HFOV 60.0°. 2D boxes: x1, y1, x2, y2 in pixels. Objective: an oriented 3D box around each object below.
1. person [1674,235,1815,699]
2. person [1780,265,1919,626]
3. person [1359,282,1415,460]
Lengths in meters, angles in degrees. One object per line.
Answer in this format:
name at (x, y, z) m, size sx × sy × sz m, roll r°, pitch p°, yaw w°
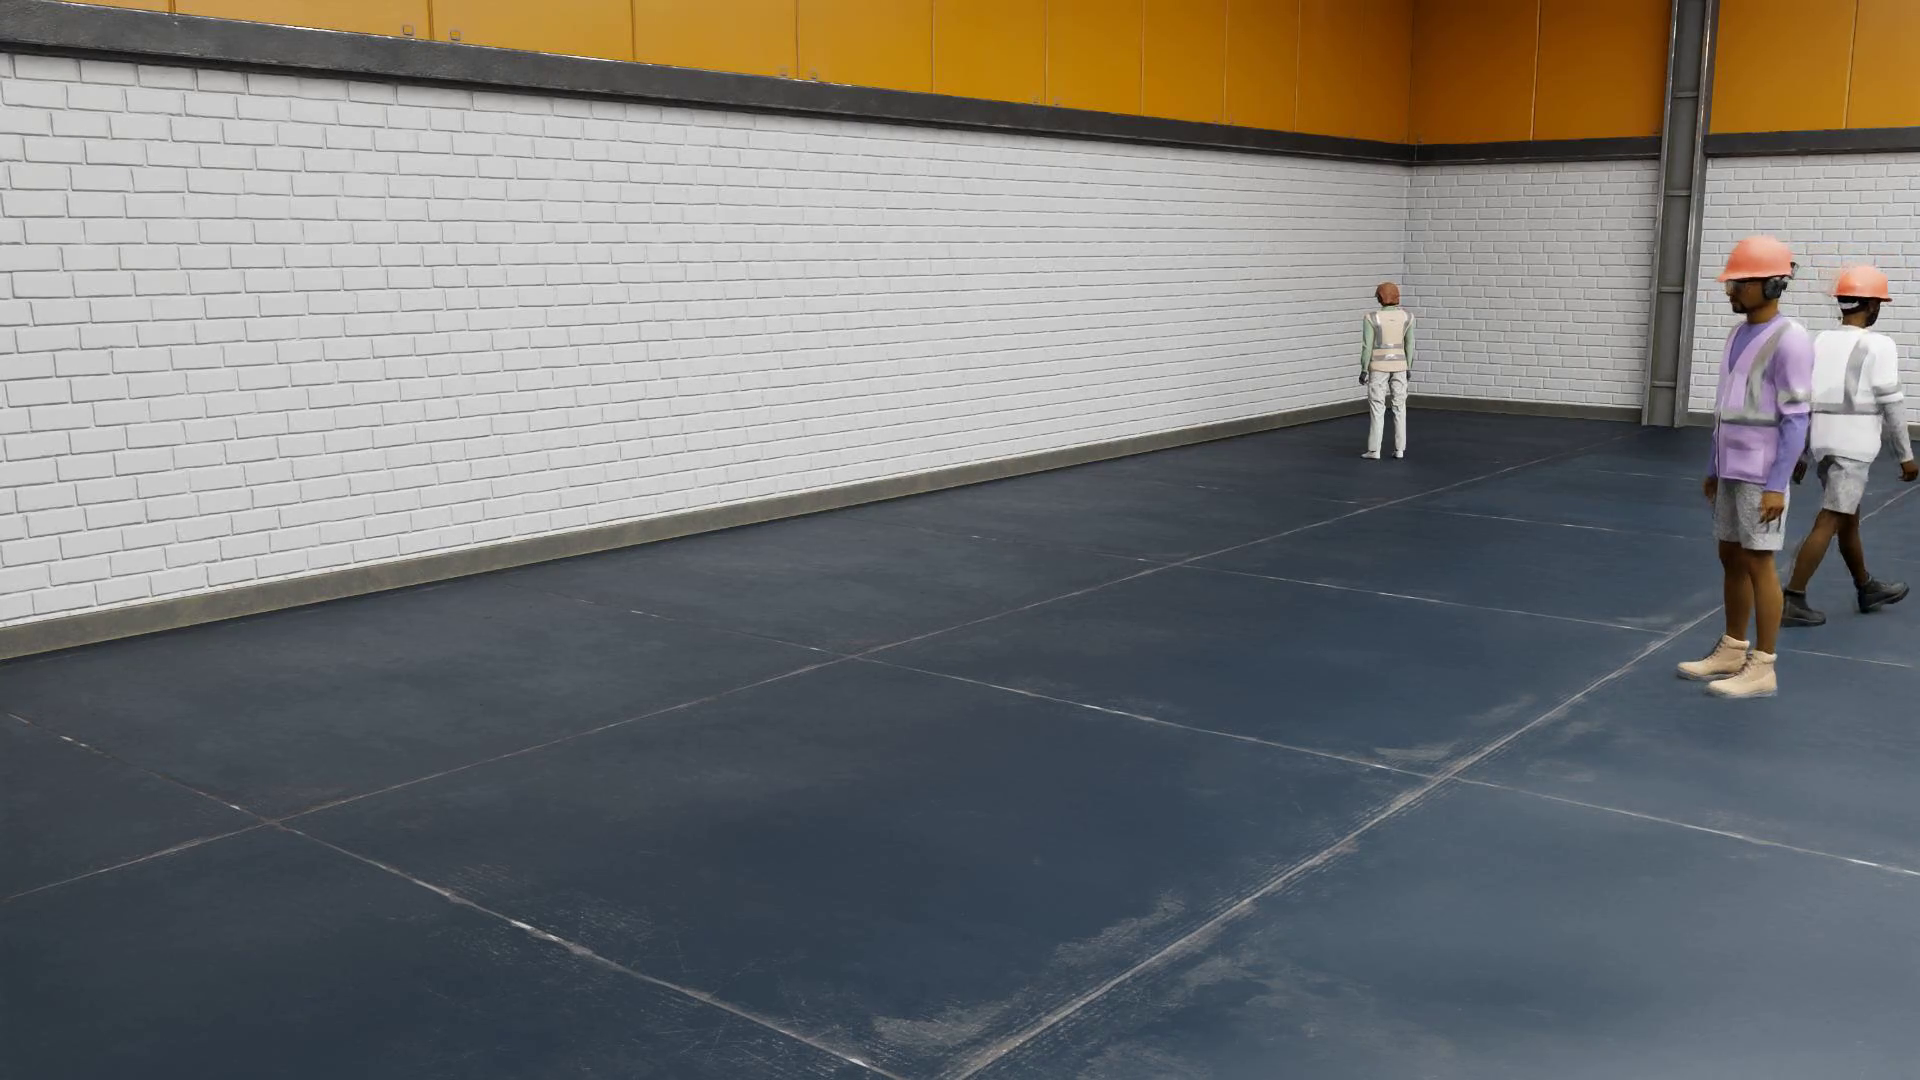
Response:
person at (3.474, -0.315, 7.376) m, size 0.394 × 2.039 × 0.614 m, roll 0°, pitch 10°, yaw -1°
person at (4.723, -0.488, 8.769) m, size 0.958 × 1.889 × 0.557 m, roll -2°, pitch 10°, yaw -13°
person at (3.931, -1.549, 15.324) m, size 0.513 × 1.640 × 0.311 m, roll -2°, pitch 10°, yaw -10°
